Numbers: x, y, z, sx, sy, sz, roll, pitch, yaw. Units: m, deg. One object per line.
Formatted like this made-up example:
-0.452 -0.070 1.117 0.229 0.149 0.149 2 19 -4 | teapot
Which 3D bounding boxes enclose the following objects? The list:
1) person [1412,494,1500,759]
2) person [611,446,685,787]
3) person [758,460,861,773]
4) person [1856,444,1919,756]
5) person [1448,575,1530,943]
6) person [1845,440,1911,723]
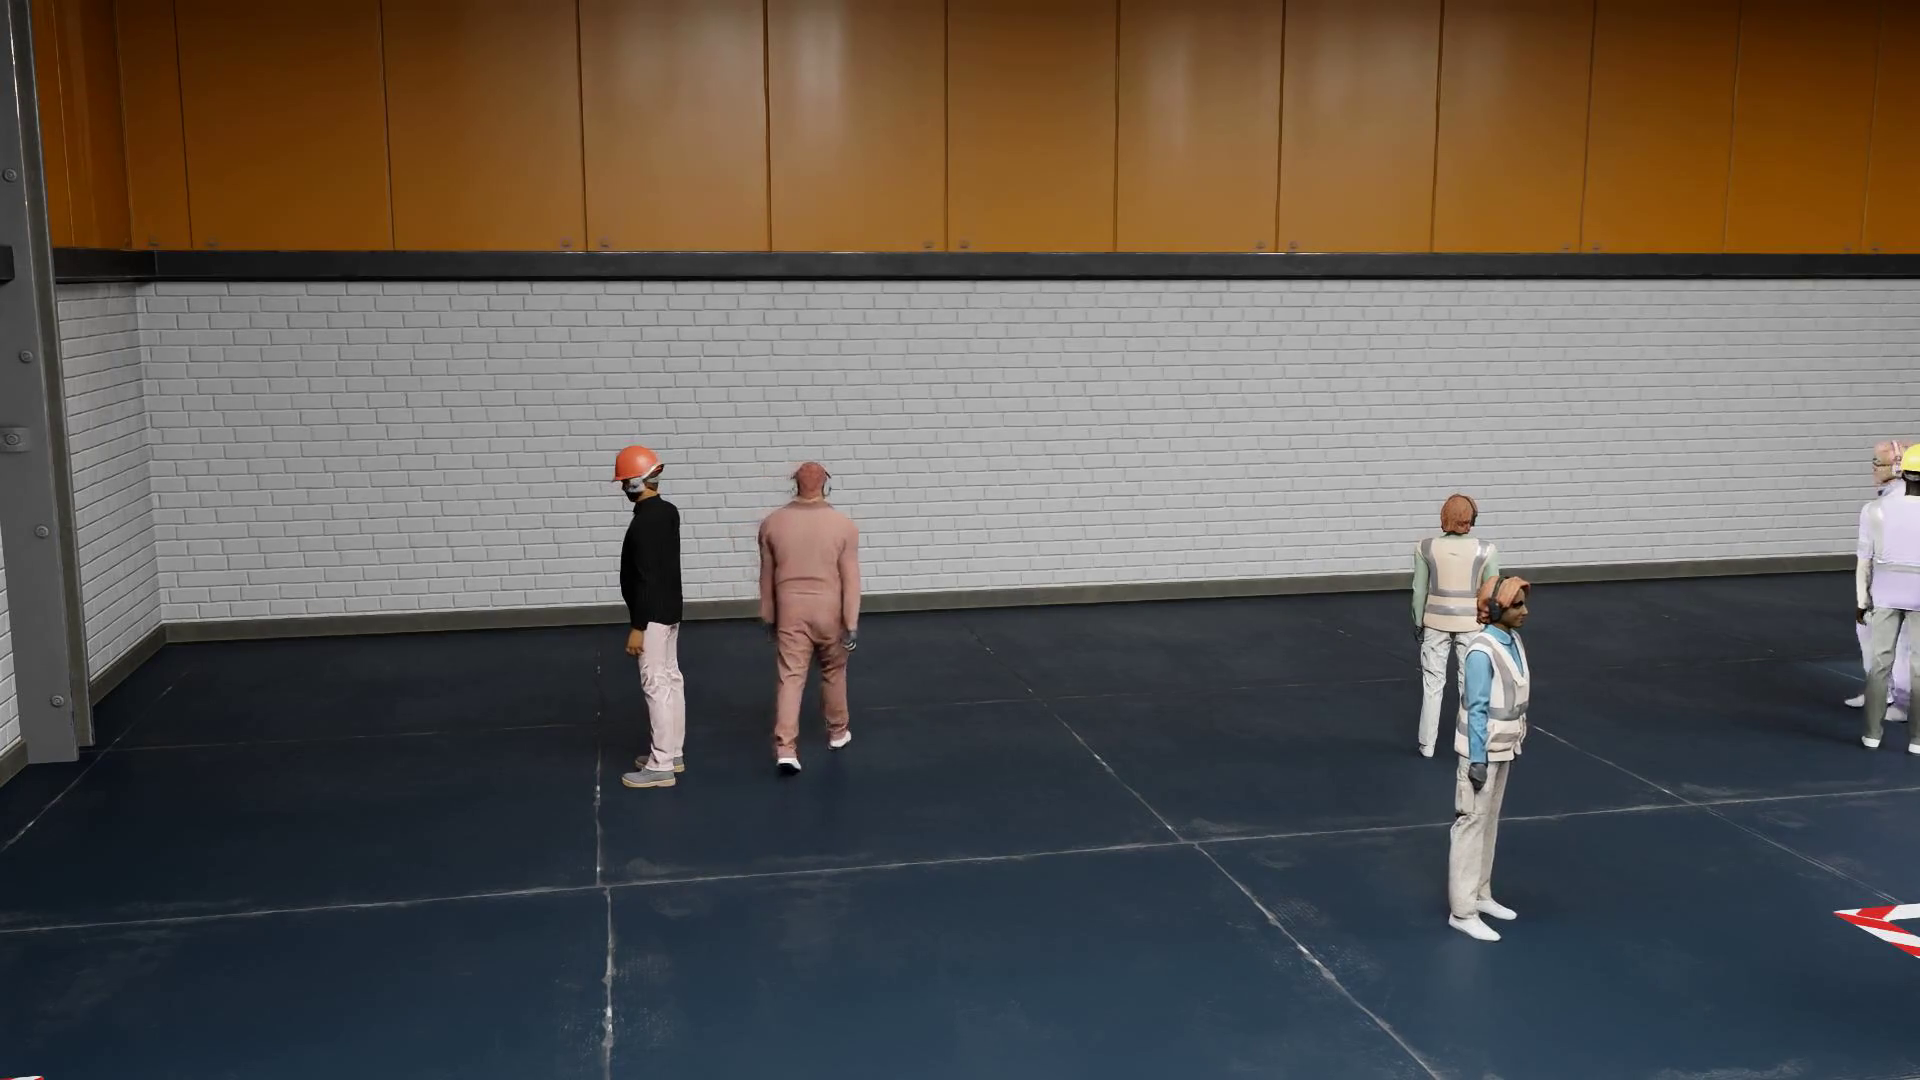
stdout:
3.003 0.540 10.108 0.514 1.641 0.307 4 10 21 | person
-1.806 0.441 9.662 0.397 1.984 0.608 1 9 6 | person
-0.911 0.449 10.039 0.646 1.858 0.995 1 9 7 | person
5.864 0.375 10.293 0.596 1.925 0.427 7 12 38 | person
2.397 0.963 7.522 0.315 1.641 0.514 6 11 33 | person
6.103 0.274 10.988 0.660 1.878 0.673 8 12 41 | person
